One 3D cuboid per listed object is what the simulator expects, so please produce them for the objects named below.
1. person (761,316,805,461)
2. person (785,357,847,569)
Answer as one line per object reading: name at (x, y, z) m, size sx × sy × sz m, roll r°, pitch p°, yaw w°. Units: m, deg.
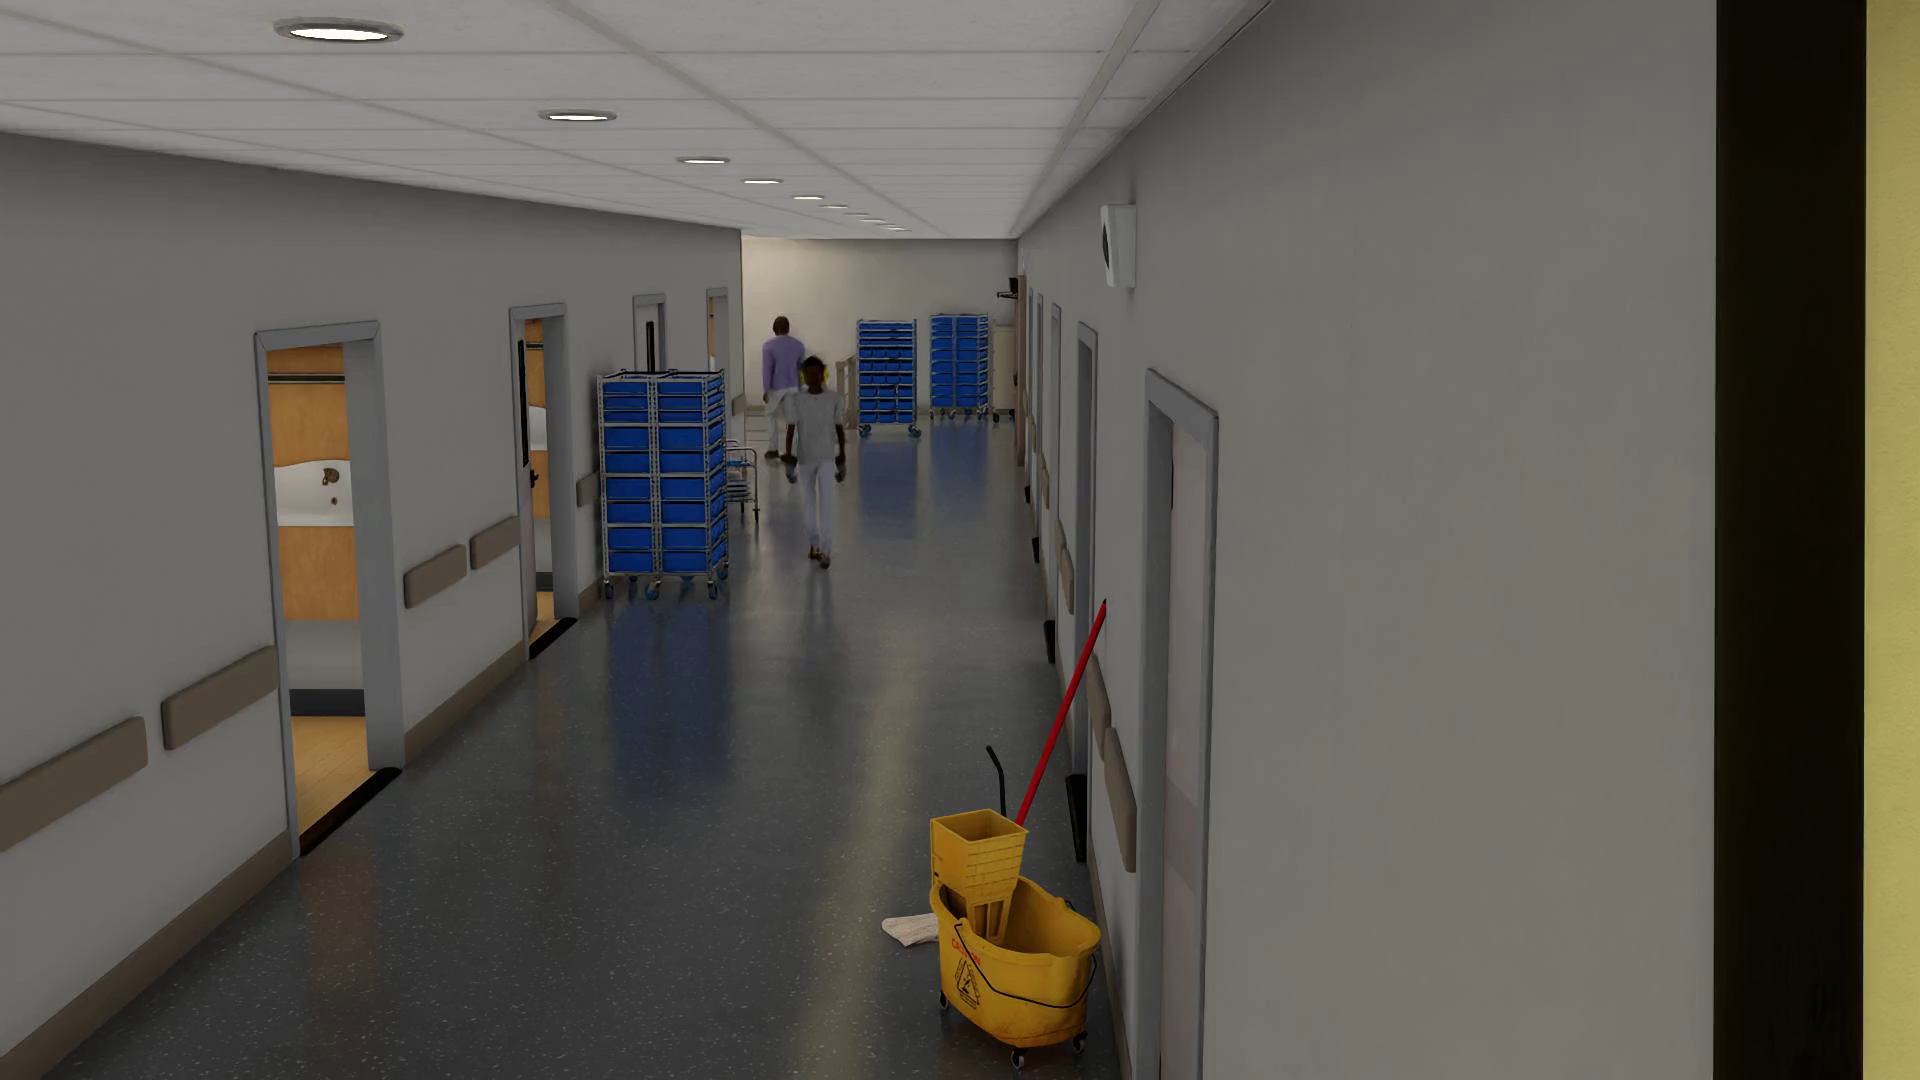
person at (-2.381, -2.000, 21.994) m, size 0.662 × 1.916 × 0.709 m, roll -6°, pitch 11°, yaw -33°
person at (-1.245, -0.670, 14.392) m, size 0.539 × 1.809 × 0.993 m, roll -1°, pitch 9°, yaw -4°
